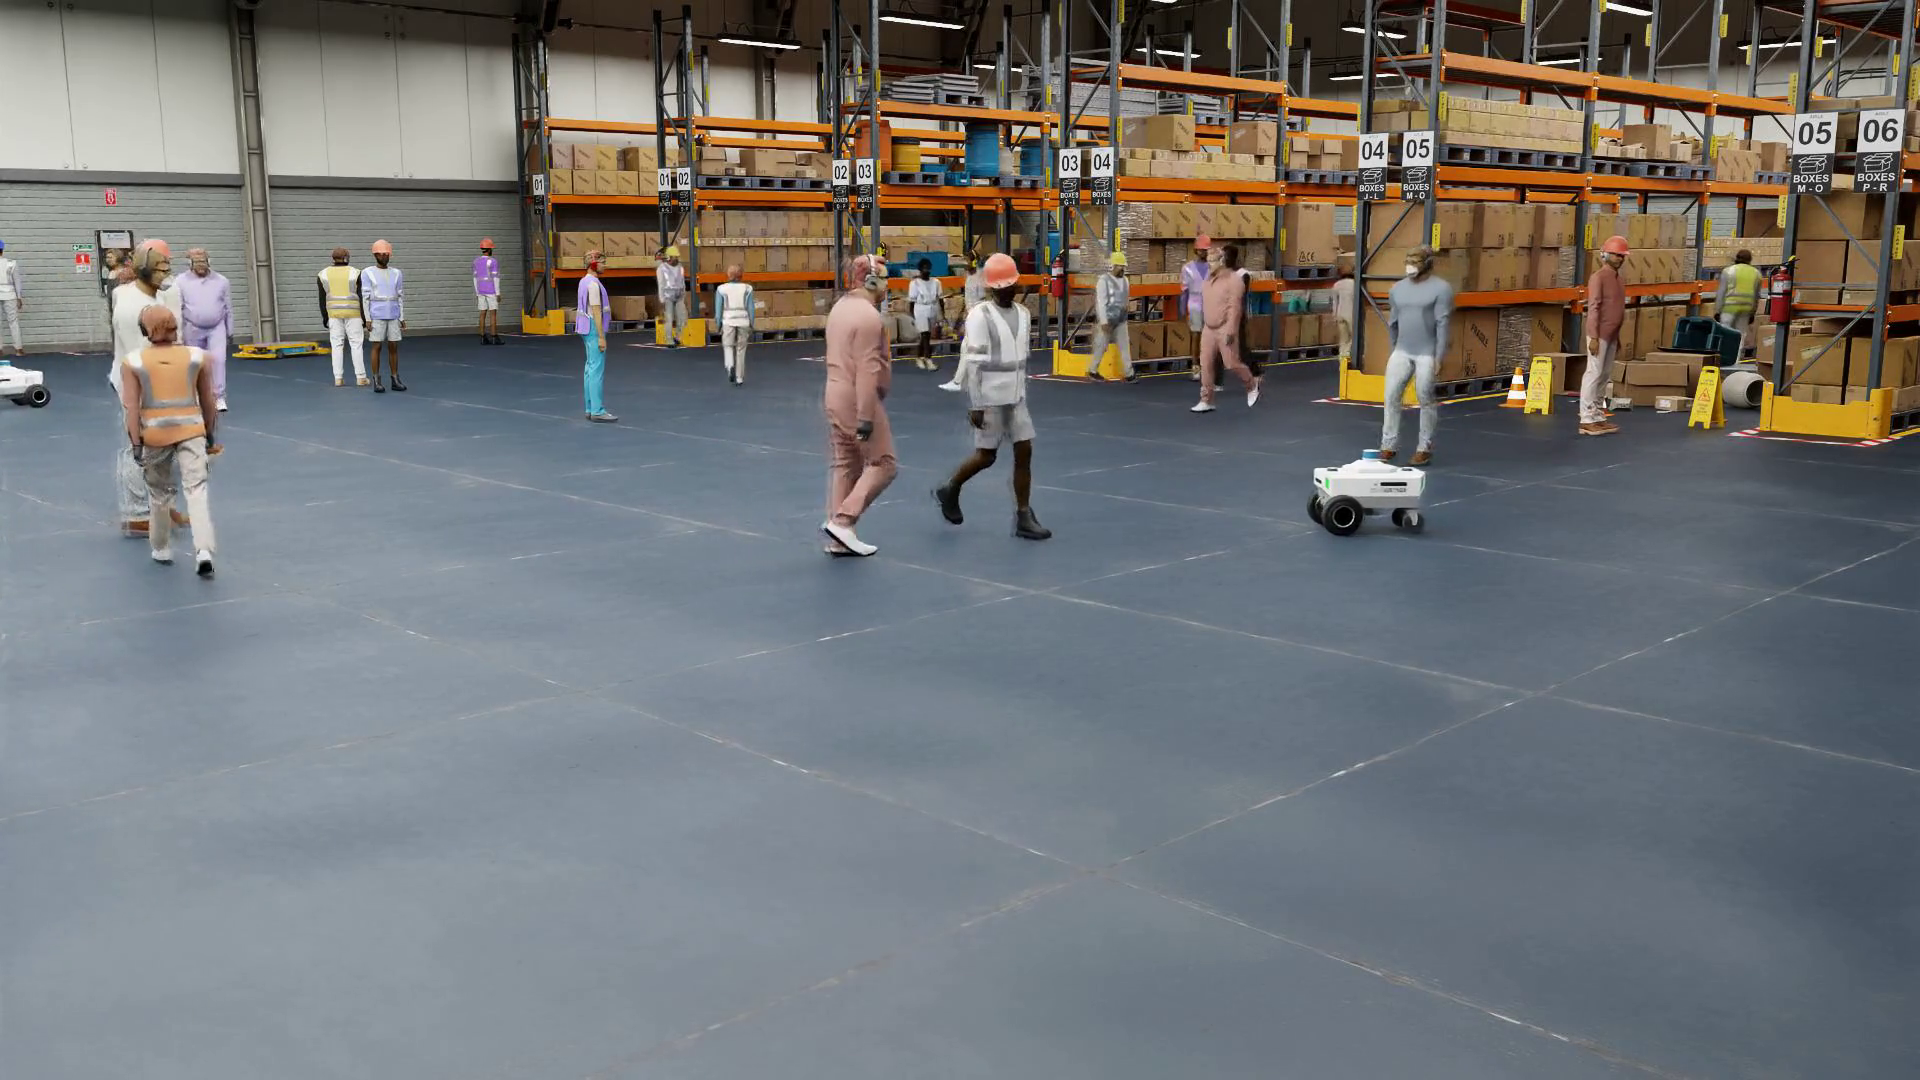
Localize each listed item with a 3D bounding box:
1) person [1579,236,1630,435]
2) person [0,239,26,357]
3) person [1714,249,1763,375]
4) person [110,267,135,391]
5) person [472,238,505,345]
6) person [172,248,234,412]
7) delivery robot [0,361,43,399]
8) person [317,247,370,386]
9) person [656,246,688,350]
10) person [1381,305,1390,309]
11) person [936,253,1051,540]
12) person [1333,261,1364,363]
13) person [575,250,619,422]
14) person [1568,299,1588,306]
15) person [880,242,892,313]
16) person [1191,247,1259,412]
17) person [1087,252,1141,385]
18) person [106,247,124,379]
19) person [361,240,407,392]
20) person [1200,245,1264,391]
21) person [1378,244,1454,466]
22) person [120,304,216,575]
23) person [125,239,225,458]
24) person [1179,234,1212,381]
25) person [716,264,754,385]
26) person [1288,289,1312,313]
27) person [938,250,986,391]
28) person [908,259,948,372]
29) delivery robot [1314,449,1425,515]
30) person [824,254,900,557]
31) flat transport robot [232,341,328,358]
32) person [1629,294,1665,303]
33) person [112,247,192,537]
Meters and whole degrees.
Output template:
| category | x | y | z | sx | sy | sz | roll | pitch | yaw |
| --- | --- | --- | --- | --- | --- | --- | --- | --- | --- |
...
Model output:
| category | x | y | z | sx | sy | sz | roll | pitch | yaw |
| --- | --- | --- | --- | --- | --- | --- | --- | --- | --- |
| person | 6.557 | -2.075 | 16.875 | 0.392 | 1.991 | 0.612 | 10 | 14 | 44 |
| person | -15.897 | -4.018 | 27.590 | 0.605 | 1.949 | 0.402 | -4 | 11 | -22 |
| person | 11.196 | -3.279 | 23.975 | 0.667 | 1.803 | 0.439 | 0 | 10 | -2 |
| person | -10.804 | -2.735 | 21.594 | 0.533 | 1.603 | 0.851 | 1 | 10 | 7 |
| person | -8.689 | -4.573 | 30.640 | 0.543 | 1.939 | 0.371 | 5 | 11 | 25 |
| person | -8.780 | -2.452 | 19.300 | 0.646 | 1.867 | 0.927 | -6 | 12 | -28 |
| delivery robot | -11.157 | -1.857 | 19.470 | 0.477 | 0.478 | 0.707 | 8 | 13 | 37 |
| person | -8.248 | -2.992 | 22.308 | 0.621 | 1.838 | 0.429 | -1 | 10 | -6 |
| person | -5.036 | -4.238 | 29.169 | 0.594 | 1.818 | 0.427 | -10 | 14 | -43 |
| person | 6.639 | -3.604 | 25.448 | 0.436 | 1.913 | 0.594 | -8 | 13 | -37 |
| person | 0.207 | -0.962 | 11.097 | 0.814 | 1.900 | 0.562 | 10 | 14 | 44 |
| person | 5.681 | -3.258 | 24.327 | 0.358 | 1.615 | 0.516 | -9 | 14 | -40 |
| person | -3.966 | -2.217 | 18.044 | 0.389 | 1.847 | 0.567 | -4 | 11 | -23 |
| person | 10.584 | -4.091 | 28.224 | 0.590 | 1.863 | 0.650 | 6 | 12 | 28 |
| person | -1.473 | -4.636 | 31.188 | 0.514 | 1.867 | 0.328 | 8 | 13 | 37 |
| person | 3.038 | -2.408 | 19.028 | 0.816 | 1.872 | 0.638 | -8 | 13 | -38 |
| person | 2.071 | -3.017 | 22.614 | 0.625 | 1.786 | 0.916 | -8 | 13 | -38 |
| person | -11.750 | -3.190 | 23.385 | 0.507 | 1.830 | 0.586 | 7 | 12 | 32 |
| person | -7.428 | -2.895 | 21.484 | 0.545 | 1.942 | 0.351 | -9 | 14 | -42 |
| person | 3.577 | -2.884 | 21.600 | 0.919 | 1.886 | 0.604 | -7 | 13 | -34 |
| person | 3.908 | -1.581 | 14.392 | 0.647 | 1.912 | 0.794 | 9 | 14 | 41 |
| person | -4.708 | -0.609 | 9.961 | 0.514 | 1.595 | 0.864 | -6 | 12 | -31 |
| person | -6.914 | -1.634 | 14.561 | 0.648 | 1.954 | 0.921 | 4 | 11 | 20 |
| person | 3.360 | -3.204 | 22.967 | 0.675 | 2.015 | 0.539 | 1 | 10 | 6 |
| person | -3.008 | -2.885 | 22.301 | 0.516 | 1.624 | 0.551 | -2 | 11 | -11 |
| person | 6.046 | -4.307 | 29.765 | 0.891 | 1.714 | 0.549 | -10 | 14 | -43 |
| person | 0.208 | -2.855 | 21.619 | 0.970 | 1.825 | 0.518 | -3 | 11 | -14 |
| person | -0.504 | -3.336 | 24.679 | 0.537 | 1.654 | 0.867 | -6 | 12 | -31 |
| delivery robot | 2.806 | -0.377 | 11.398 | 0.707 | 0.478 | 0.477 | 0 | 10 | -2 |
| person | -0.617 | -0.817 | 10.314 | 0.426 | 1.889 | 0.661 | -5 | 12 | -25 |
| flat transport robot | -11.291 | -3.167 | 27.645 | 0.652 | 0.197 | 1.431 | 5 | 11 | 25 |
| person | 12.107 | -4.278 | 29.295 | 0.615 | 1.853 | 1.037 | 6 | 12 | 28 |
| person | -5.357 | -0.977 | 11.076 | 0.558 | 1.918 | 0.653 | -1 | 10 | -5 |
